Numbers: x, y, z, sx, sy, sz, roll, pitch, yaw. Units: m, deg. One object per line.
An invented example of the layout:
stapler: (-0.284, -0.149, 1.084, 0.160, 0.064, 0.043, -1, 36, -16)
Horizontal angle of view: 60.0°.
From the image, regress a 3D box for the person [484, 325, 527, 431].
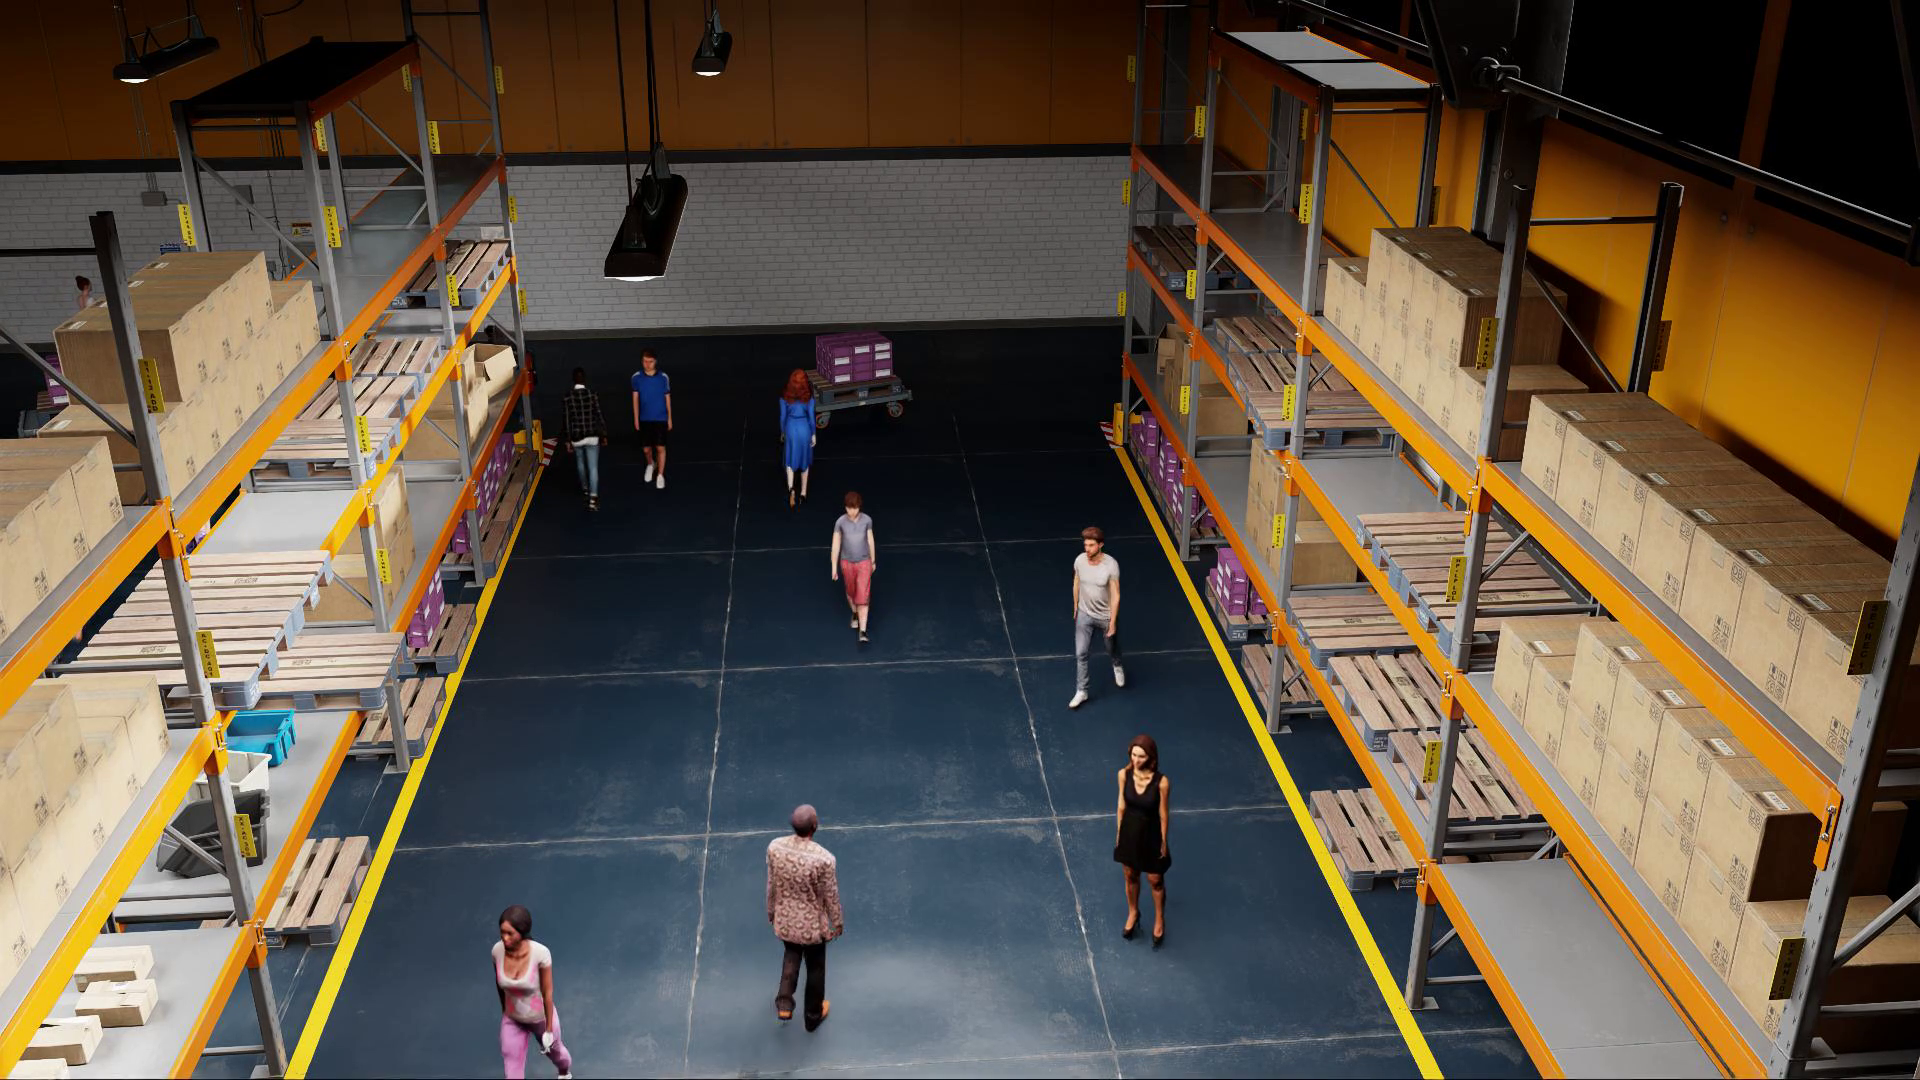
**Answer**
person: (-6.321, -2.172, 22.999, 0.902, 1.587, 1.071, 6, 24, 14)

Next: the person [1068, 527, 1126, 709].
person: (1.368, 0.689, 16.122, 1.016, 1.852, 1.225, 10, 25, 21)

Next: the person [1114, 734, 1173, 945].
person: (1.391, 2.265, 12.550, 0.684, 1.824, 0.713, 10, 25, 21)

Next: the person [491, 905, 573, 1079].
person: (-2.750, 3.092, 10.828, 0.730, 1.690, 1.197, 3, 24, 6)

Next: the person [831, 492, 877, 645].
person: (-1.104, 0.232, 17.470, 0.625, 1.610, 1.095, -1, 24, -3)

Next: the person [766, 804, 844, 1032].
person: (-1.134, 2.696, 11.605, 0.844, 1.792, 0.870, 8, 25, 18)

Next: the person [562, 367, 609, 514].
person: (-4.635, -1.207, 20.544, 0.795, 1.785, 1.261, -5, 24, -10)

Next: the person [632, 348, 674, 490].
person: (-3.916, -1.592, 21.340, 0.652, 1.852, 0.721, -3, 24, -7)

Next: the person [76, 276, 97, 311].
person: (-12.910, -3.062, 24.779, 0.624, 1.792, 0.653, 14, 27, 29)

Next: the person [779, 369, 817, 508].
person: (-2.019, -1.207, 20.509, 0.687, 1.812, 0.925, 1, 24, 3)
